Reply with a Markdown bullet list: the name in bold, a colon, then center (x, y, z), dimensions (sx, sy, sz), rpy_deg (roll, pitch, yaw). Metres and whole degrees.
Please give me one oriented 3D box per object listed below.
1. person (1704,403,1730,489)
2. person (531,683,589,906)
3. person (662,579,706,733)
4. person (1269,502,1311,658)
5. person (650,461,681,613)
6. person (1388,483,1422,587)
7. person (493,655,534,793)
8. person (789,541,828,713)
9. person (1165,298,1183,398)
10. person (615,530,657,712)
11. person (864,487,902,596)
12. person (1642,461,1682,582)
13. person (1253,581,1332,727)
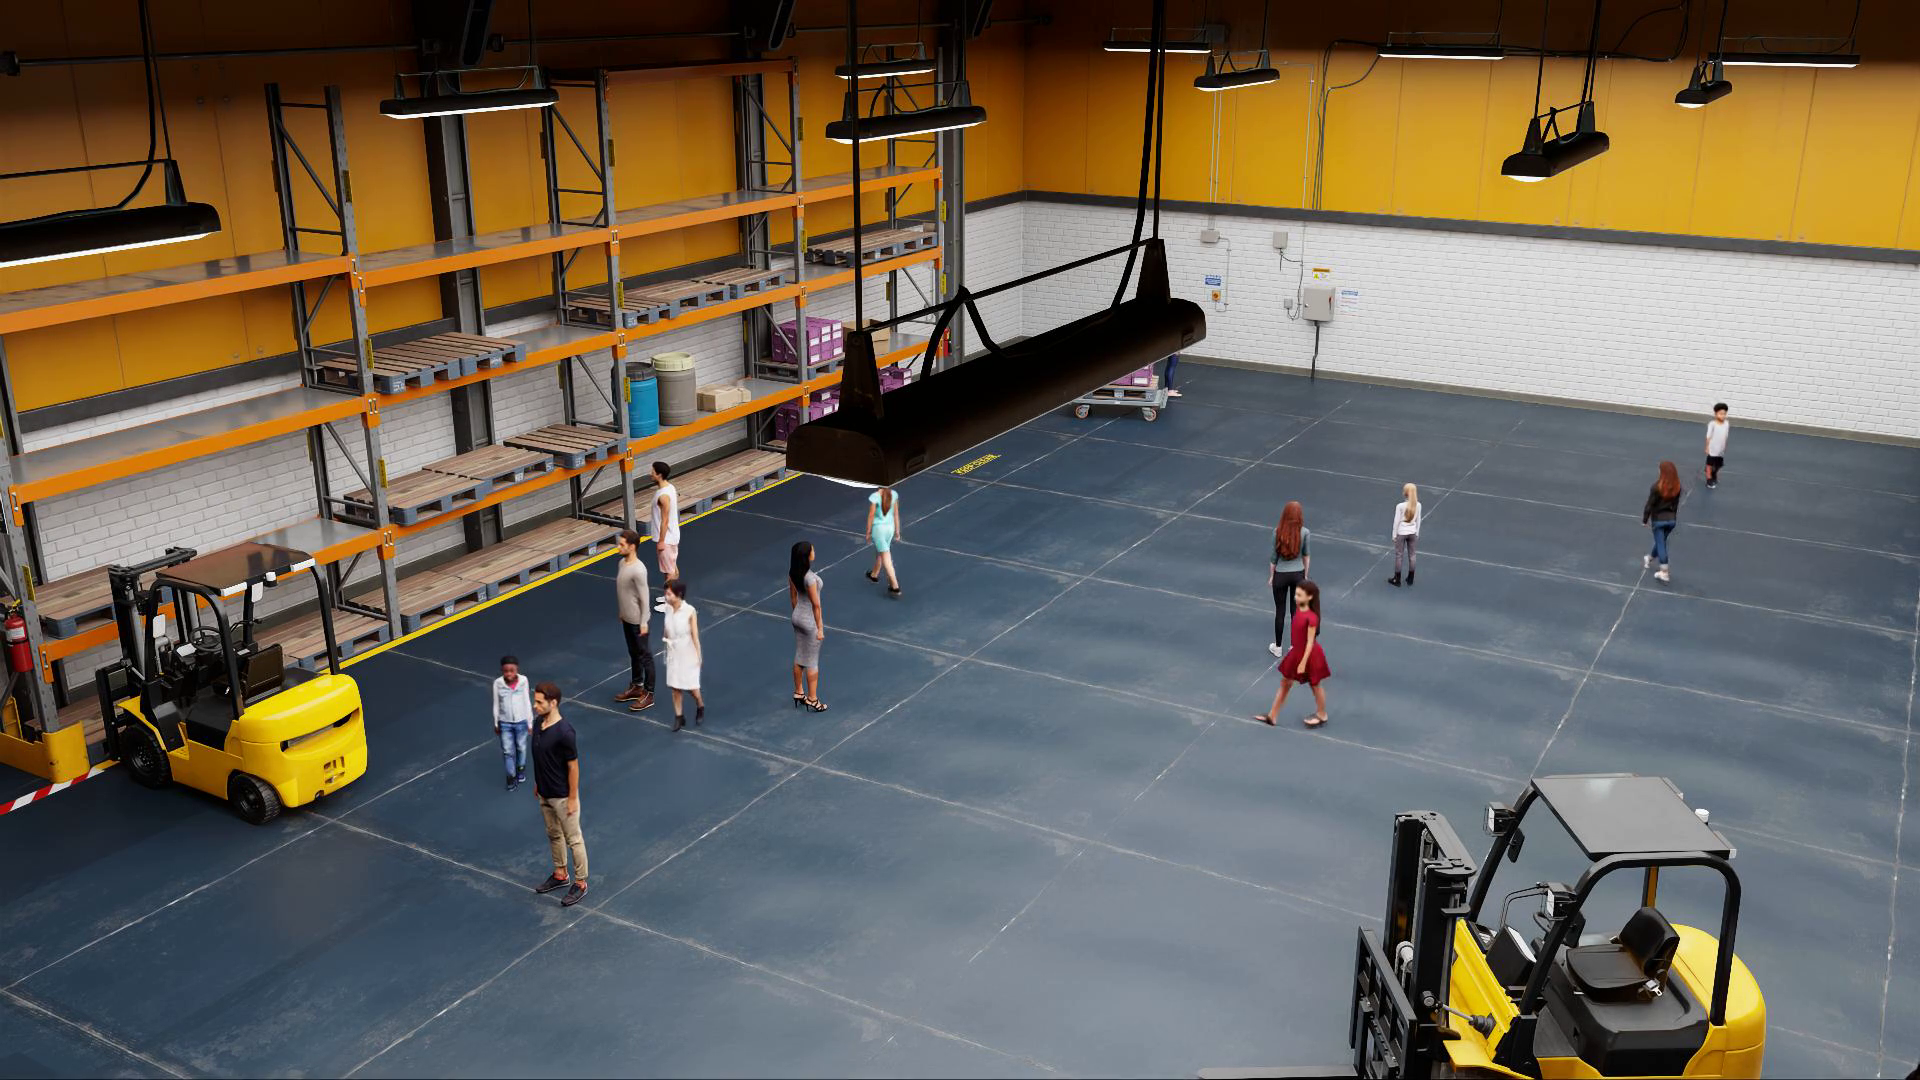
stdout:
- **person**: center (10.934, -1.385, 24.109), dimensions (0.598, 1.252, 0.655), rpy_deg (0, 19, 0)
- **person**: center (-3.181, 1.981, 13.166), dimensions (0.683, 1.857, 0.582), rpy_deg (15, 24, 37)
- **person**: center (-2.693, 1.103, 16.267), dimensions (0.598, 1.544, 0.608), rpy_deg (9, 20, 24)
- **person**: center (3.557, 0.421, 17.979), dimensions (0.661, 1.743, 0.674), rpy_deg (1, 19, 4)
- **person**: center (-3.402, -0.053, 19.313), dimensions (0.791, 1.789, 0.692), rpy_deg (-1, 19, -3)
- **person**: center (5.415, -0.071, 20.163), dimensions (0.583, 1.280, 0.635), rpy_deg (-3, 19, -8)
- **person**: center (-4.079, 1.614, 15.212), dimensions (0.706, 1.248, 0.767), rpy_deg (-5, 19, -14)
- **person**: center (-1.536, 0.857, 16.622), dimensions (0.628, 1.781, 0.651), rpy_deg (-15, 24, -37)
- **person**: center (3.764, -3.421, 29.394), dimensions (0.723, 1.738, 0.632), rpy_deg (-1, 19, -4)
- **person**: center (-3.252, 0.782, 16.709), dimensions (0.713, 1.868, 0.730), rpy_deg (-14, 23, -36)
- **person**: center (-0.883, -0.072, 19.794), dimensions (1.057, 1.519, 0.908), rpy_deg (-12, 22, -33)
- **person**: center (8.626, -0.205, 20.314), dimensions (0.909, 1.439, 1.014), rpy_deg (-2, 19, -7)
- **person**: center (3.437, 1.134, 16.226), dimensions (1.064, 1.510, 0.965), rpy_deg (-6, 20, -18)
